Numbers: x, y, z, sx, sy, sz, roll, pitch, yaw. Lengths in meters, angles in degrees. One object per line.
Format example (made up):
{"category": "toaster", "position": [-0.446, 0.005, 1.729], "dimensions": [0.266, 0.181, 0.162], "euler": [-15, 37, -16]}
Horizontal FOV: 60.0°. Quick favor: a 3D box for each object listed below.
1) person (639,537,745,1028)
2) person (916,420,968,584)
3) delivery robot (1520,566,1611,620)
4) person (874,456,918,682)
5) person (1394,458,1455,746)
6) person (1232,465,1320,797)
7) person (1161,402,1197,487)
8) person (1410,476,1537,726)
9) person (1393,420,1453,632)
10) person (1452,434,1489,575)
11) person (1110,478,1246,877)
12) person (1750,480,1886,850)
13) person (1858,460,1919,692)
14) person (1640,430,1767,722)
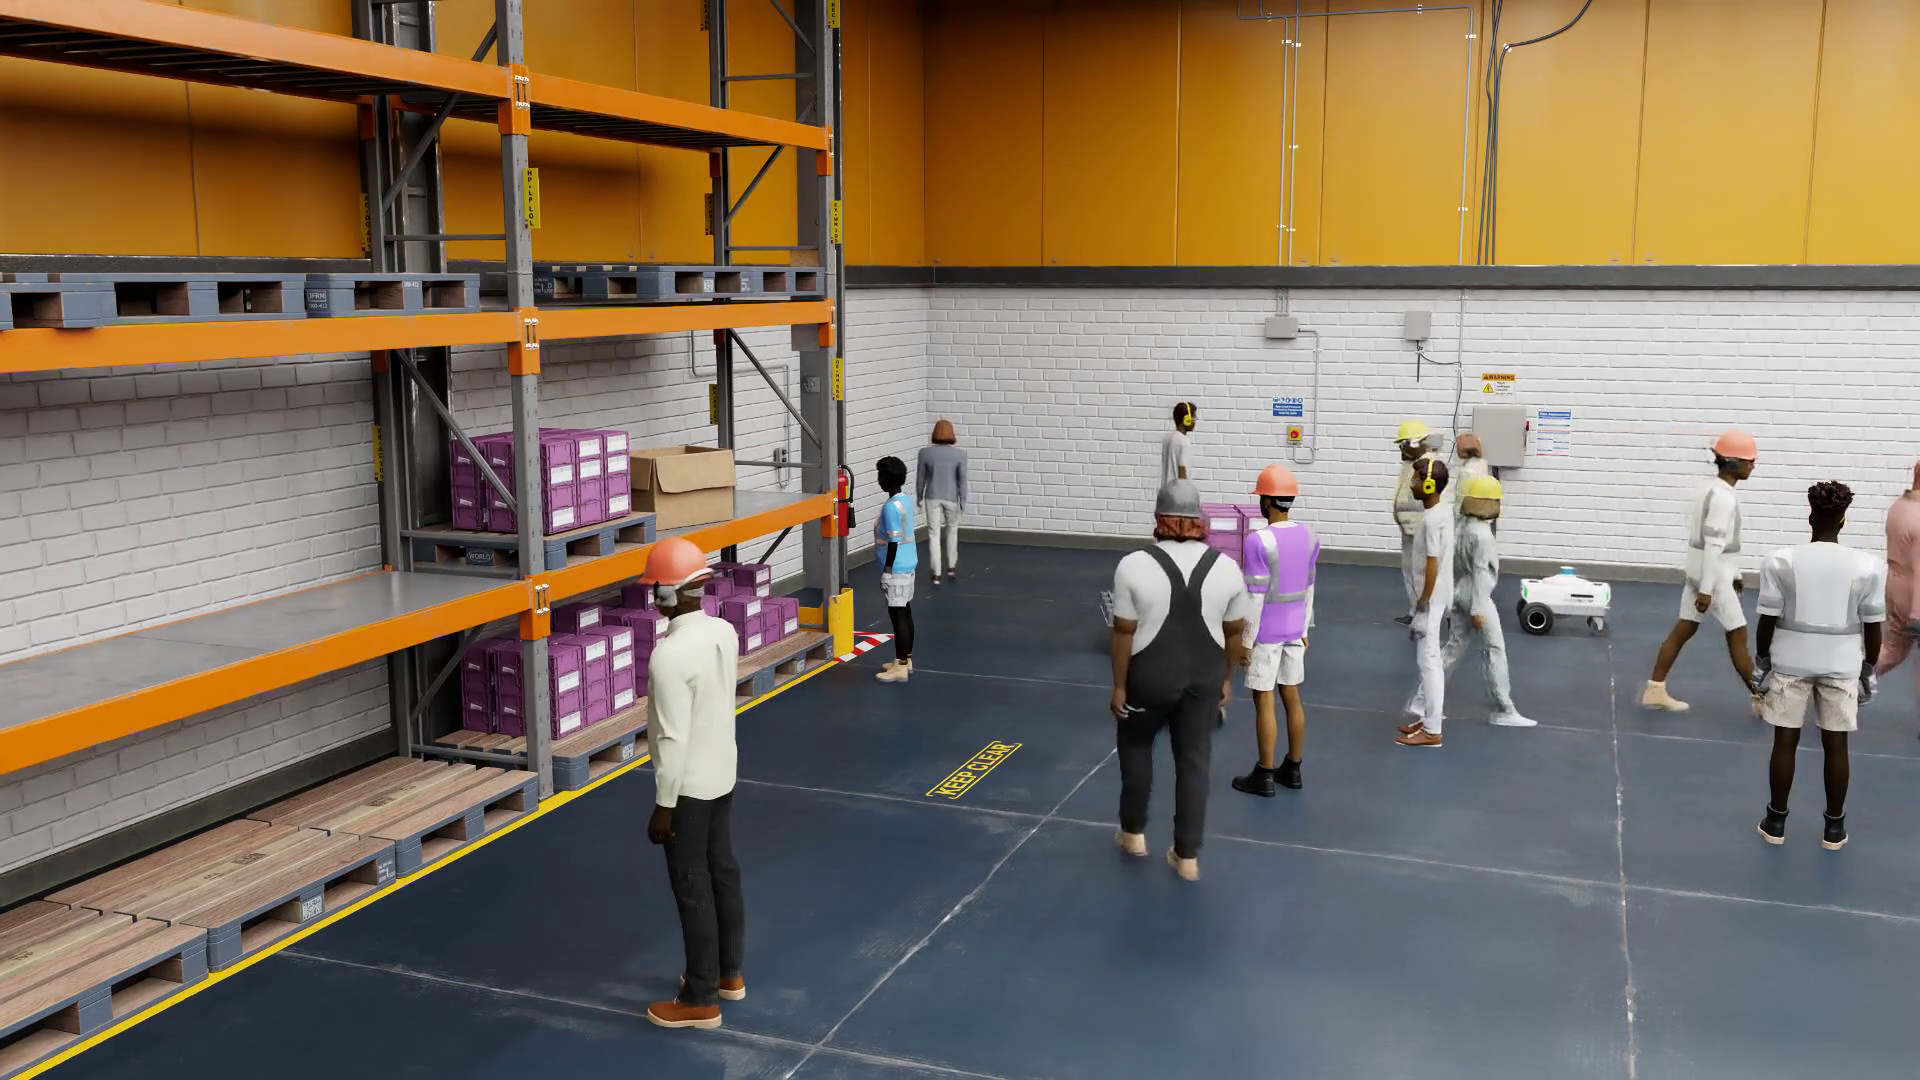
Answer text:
{"category": "person", "position": [-1.100, 0.975, 6.748], "dimensions": [0.399, 1.989, 0.622], "euler": [3, 9, 16]}
{"category": "person", "position": [-0.182, -0.397, 16.598], "dimensions": [0.515, 1.597, 0.825], "euler": [0, 9, 0]}
{"category": "delivery robot", "position": [5.143, 0.468, 14.135], "dimensions": [0.707, 0.478, 0.477], "euler": [2, 9, 15]}
{"category": "person", "position": [-0.485, 0.214, 12.465], "dimensions": [0.319, 1.693, 0.532], "euler": [1, 9, 9]}
{"category": "person", "position": [3.010, 0.401, 10.745], "dimensions": [0.330, 1.870, 0.541], "euler": [3, 10, 20]}
{"category": "person", "position": [1.826, 0.528, 9.725], "dimensions": [0.551, 1.936, 0.356], "euler": [-7, 11, -36]}
{"category": "person", "position": [2.170, -0.387, 15.796], "dimensions": [0.879, 1.829, 0.508], "euler": [-3, 10, -20]}
{"category": "person", "position": [3.455, 0.410, 11.208], "dimensions": [0.814, 1.711, 0.499], "euler": [0, 9, 0]}
{"category": "person", "position": [4.016, -0.123, 14.267], "dimensions": [0.616, 1.799, 0.639], "euler": [-1, 9, -8]}
{"category": "person", "position": [4.593, -0.160, 15.015], "dimensions": [0.426, 1.615, 0.544], "euler": [6, 11, 34]}
{"category": "person", "position": [1.076, 0.661, 8.566], "dimensions": [0.700, 2.000, 0.769], "euler": [-1, 9, -8]}
{"category": "person", "position": [4.531, 0.659, 8.809], "dimensions": [0.613, 1.965, 0.361], "euler": [4, 10, 22]}
{"category": "person", "position": [6.179, 0.378, 10.834], "dimensions": [0.860, 1.881, 0.640], "euler": [1, 9, 9]}
{"category": "person", "position": [5.232, 0.242, 11.350], "dimensions": [1.050, 1.980, 0.617], "euler": [2, 9, 13]}
